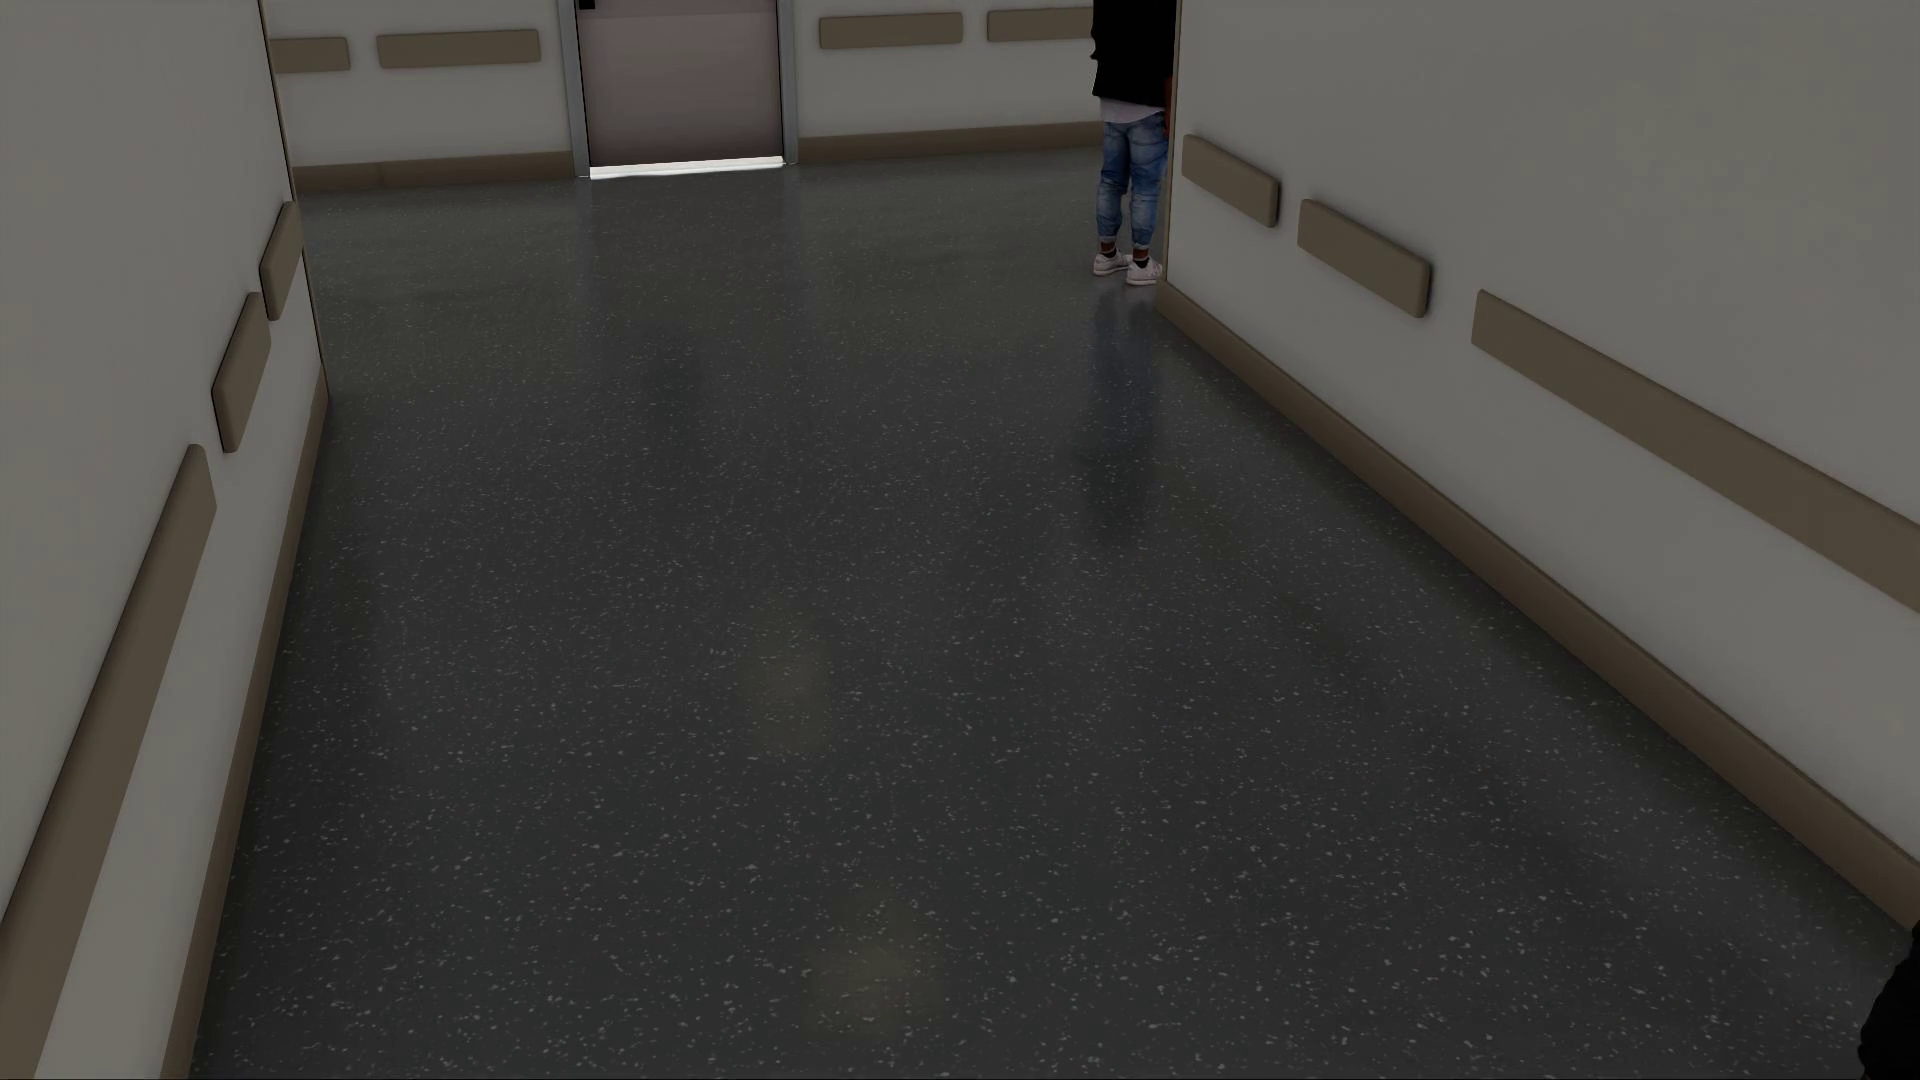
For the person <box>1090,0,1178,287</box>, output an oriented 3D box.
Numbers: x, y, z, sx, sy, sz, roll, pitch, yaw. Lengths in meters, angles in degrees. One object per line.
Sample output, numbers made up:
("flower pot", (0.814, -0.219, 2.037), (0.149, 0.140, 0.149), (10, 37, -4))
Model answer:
("person", (0.850, -2.170, 8.127), (0.750, 1.814, 0.777), (-19, 32, -34))
